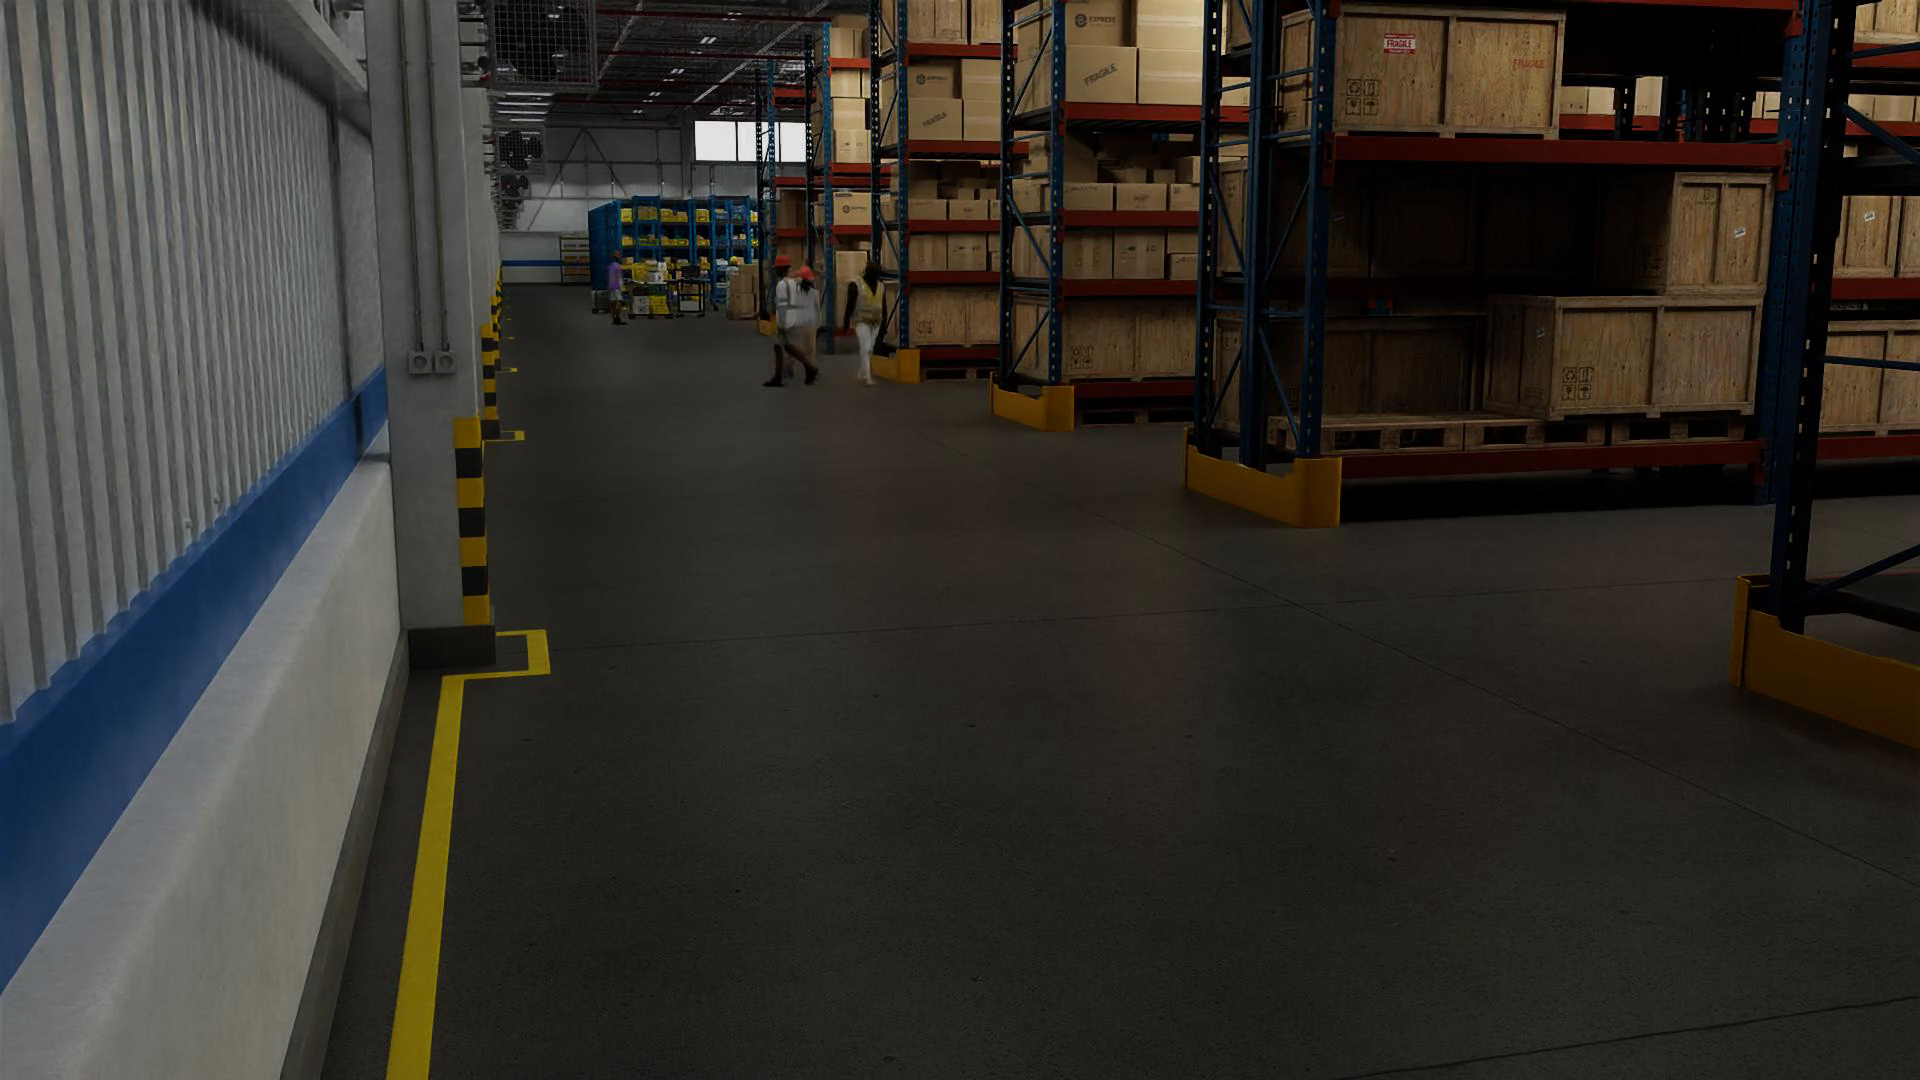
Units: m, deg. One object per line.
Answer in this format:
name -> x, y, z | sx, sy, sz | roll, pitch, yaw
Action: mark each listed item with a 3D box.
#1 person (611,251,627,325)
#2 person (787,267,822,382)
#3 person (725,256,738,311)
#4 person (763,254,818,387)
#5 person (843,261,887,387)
person -> -8.839, -6.500, 43.004 | 0.383, 1.891, 0.666 | -7, 12, -34
person -> -2.367, -3.239, 25.003 | 0.571, 1.724, 0.585 | -6, 12, -32
person -> -6.561, -7.325, 48.101 | 0.485, 1.735, 0.345 | 6, 11, 28
person -> -2.455, -3.148, 23.951 | 0.741, 1.918, 0.552 | 3, 10, 16
person -> -1.288, -3.110, 24.044 | 0.691, 1.801, 0.738 | -8, 13, -39
